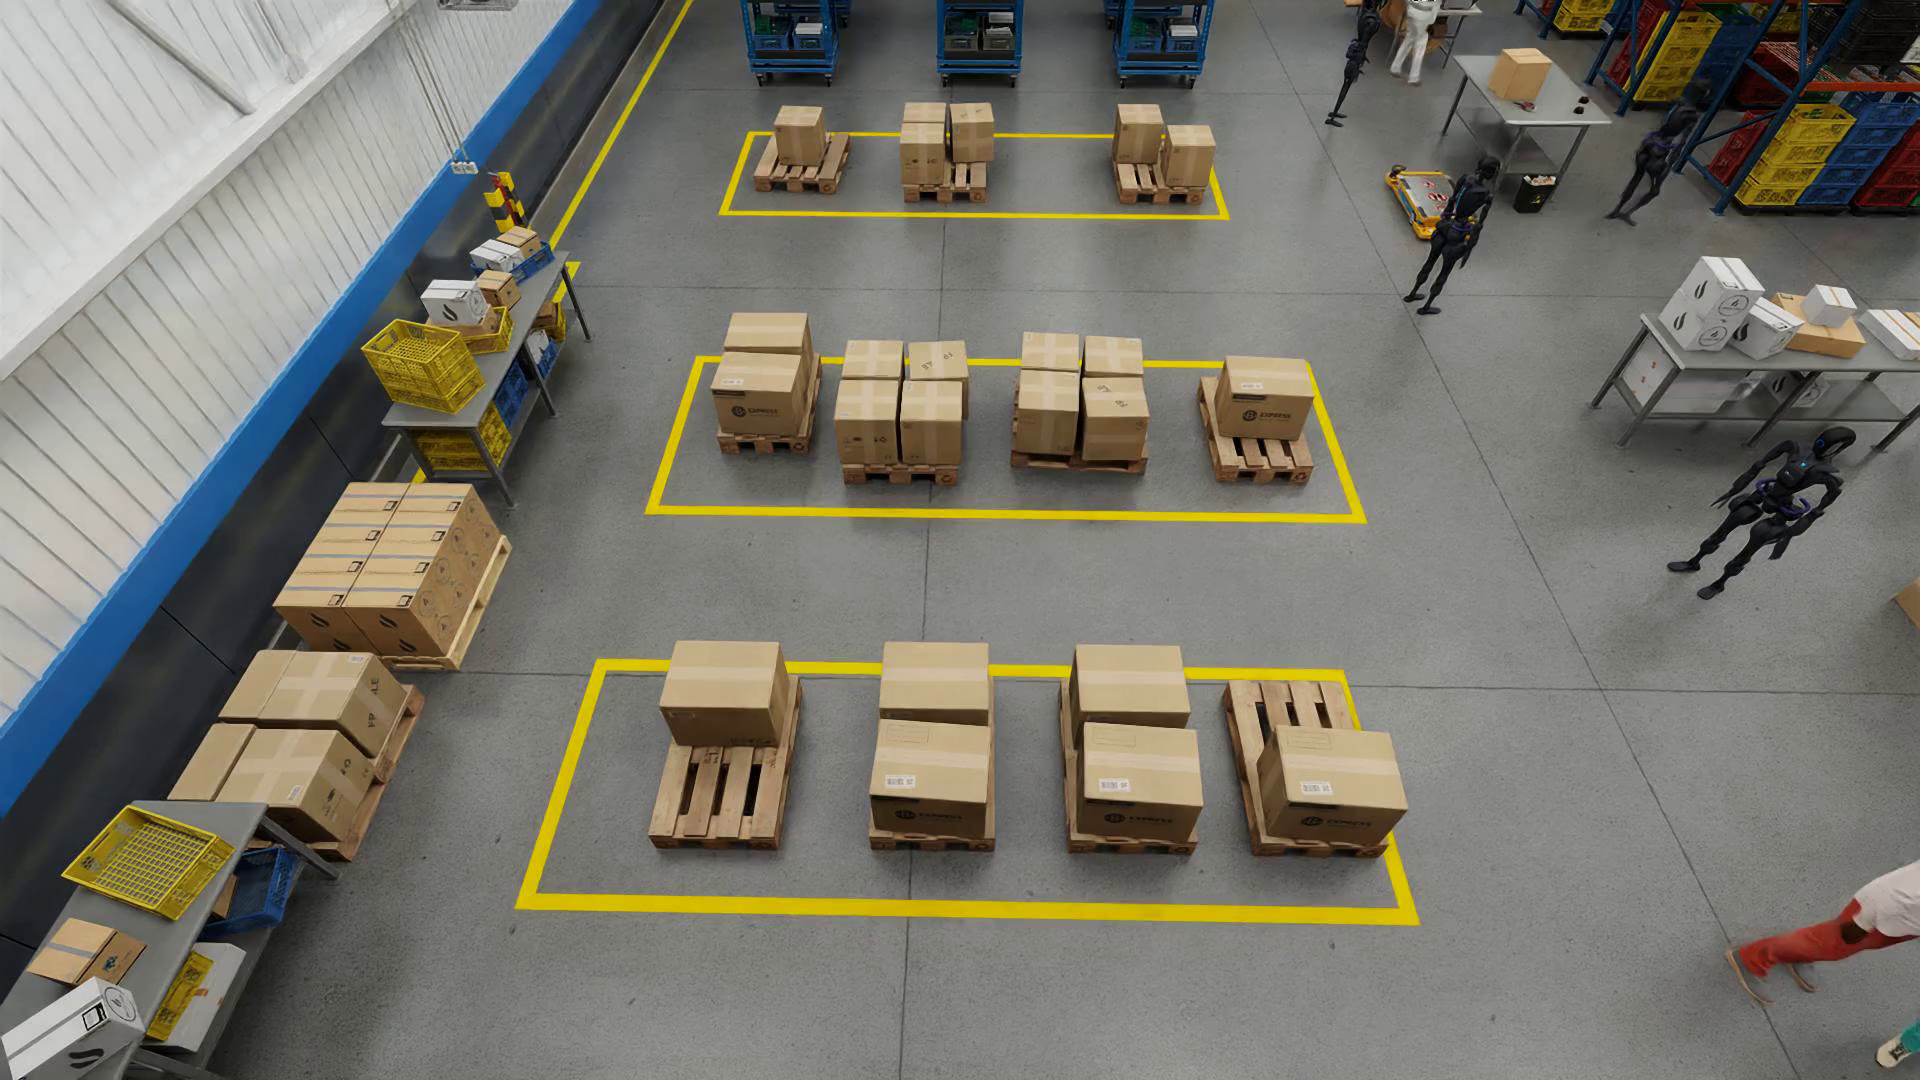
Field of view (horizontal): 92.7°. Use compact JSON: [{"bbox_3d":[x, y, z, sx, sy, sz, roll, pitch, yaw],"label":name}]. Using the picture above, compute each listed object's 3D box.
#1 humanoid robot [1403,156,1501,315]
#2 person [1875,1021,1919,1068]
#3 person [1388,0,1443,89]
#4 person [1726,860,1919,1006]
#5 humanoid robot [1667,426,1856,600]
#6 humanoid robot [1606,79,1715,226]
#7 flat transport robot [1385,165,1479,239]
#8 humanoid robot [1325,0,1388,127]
[{"bbox_3d":[4.995,-3.078,9.265,0.325,1.652,0.564,-11,50,-9],"label":"humanoid robot"},{"bbox_3d":[5.280,2.369,4.499,0.406,1.747,0.531,-21,52,-17],"label":"person"},{"bbox_3d":[6.513,-7.411,12.905,0.421,1.855,0.613,-11,50,-10],"label":"person"},{"bbox_3d":[4.895,1.950,4.718,0.619,1.975,0.424,-3,49,-3],"label":"person"},{"bbox_3d":[5.930,-0.195,6.761,0.325,1.657,0.599,-13,50,-11],"label":"humanoid robot"},{"bbox_3d":[7.974,-4.406,10.415,0.430,1.648,0.640,-1,49,-1],"label":"humanoid robot"},{"bbox_3d":[5.692,-4.094,11.059,0.652,0.197,1.431,1,49,1],"label":"flat transport robot"},{"bbox_3d":[5.251,-6.359,12.104,0.328,1.652,0.573,18,51,15],"label":"humanoid robot"}]
